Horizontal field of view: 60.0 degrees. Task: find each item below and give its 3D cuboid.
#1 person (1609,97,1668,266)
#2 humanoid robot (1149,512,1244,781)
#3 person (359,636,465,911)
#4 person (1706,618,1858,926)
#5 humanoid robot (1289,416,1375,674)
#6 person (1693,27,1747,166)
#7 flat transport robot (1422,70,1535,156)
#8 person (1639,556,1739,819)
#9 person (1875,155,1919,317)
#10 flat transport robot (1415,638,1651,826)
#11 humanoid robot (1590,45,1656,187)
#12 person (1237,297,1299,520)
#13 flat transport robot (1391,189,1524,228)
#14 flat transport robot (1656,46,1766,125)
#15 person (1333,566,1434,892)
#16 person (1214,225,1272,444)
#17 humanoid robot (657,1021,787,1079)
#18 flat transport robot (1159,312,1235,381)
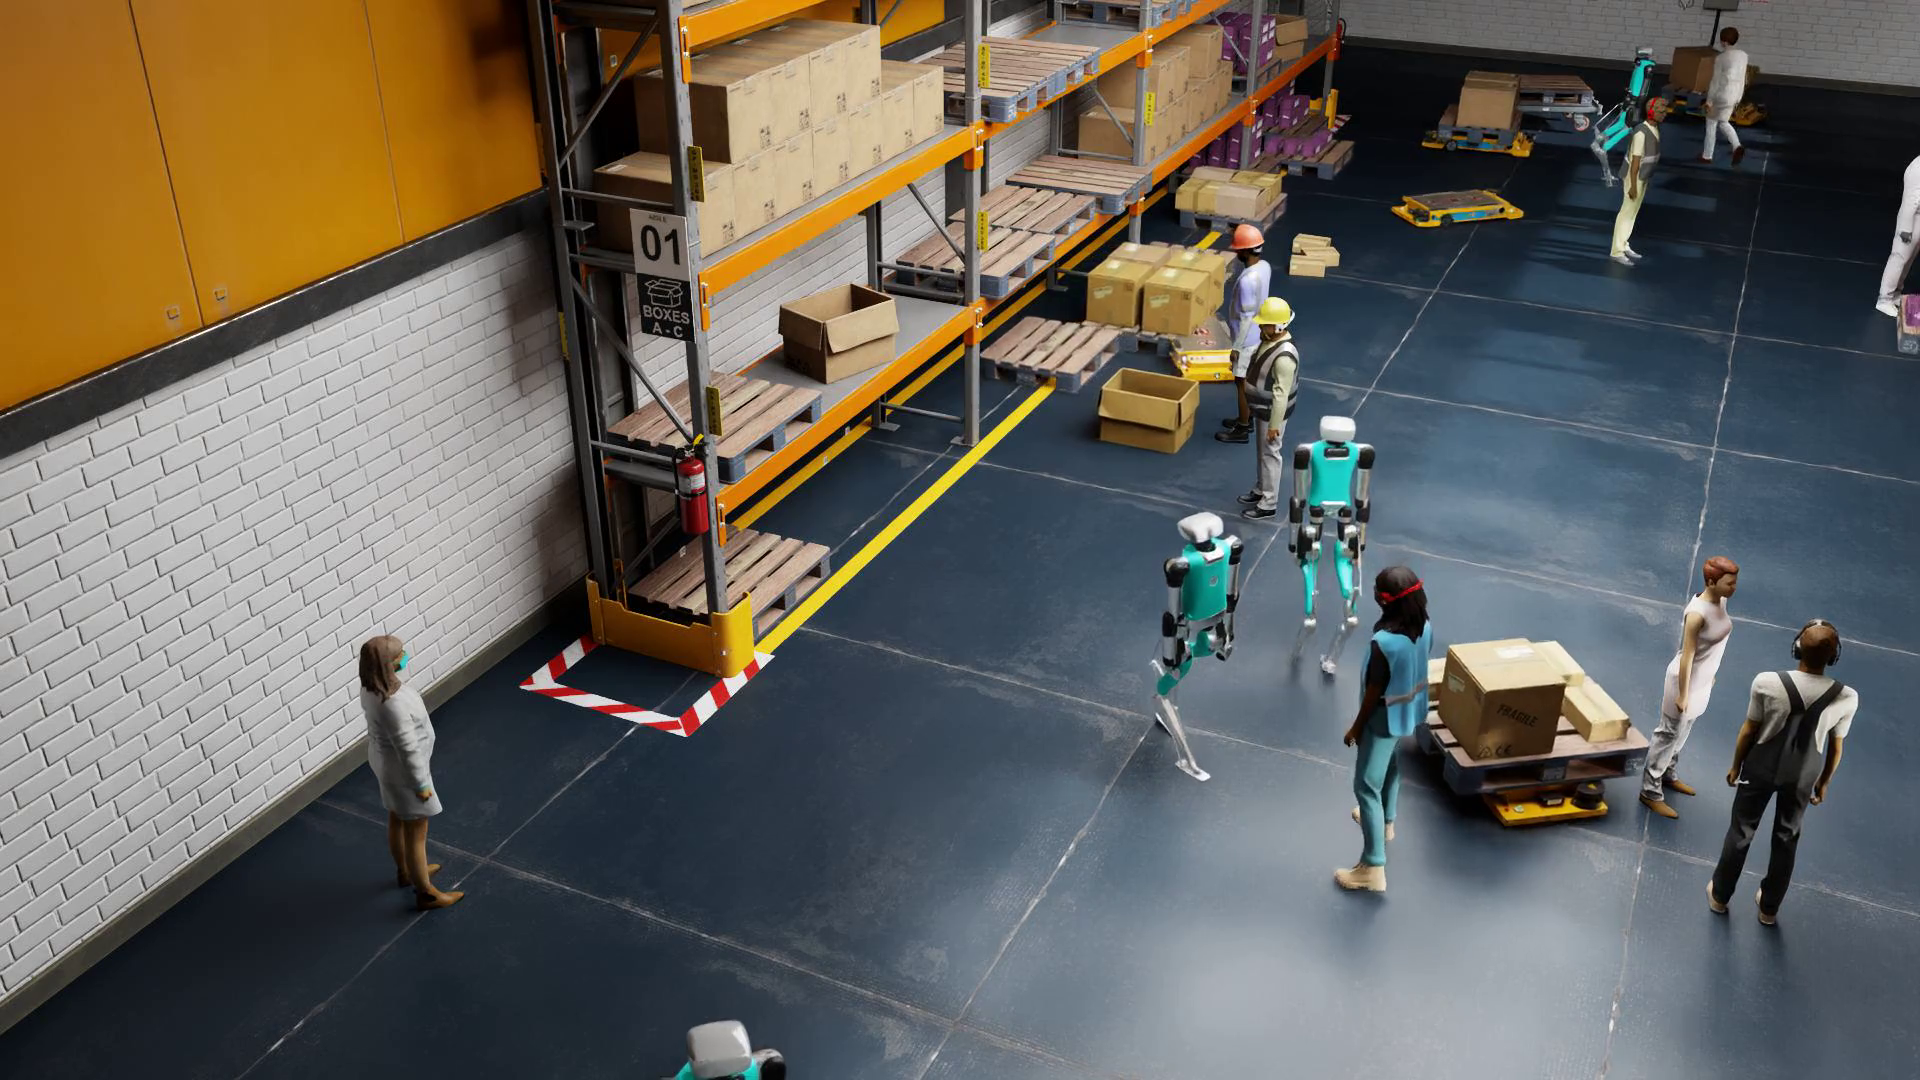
[{"bbox_3d":[7.532,-4.003,18.488,0.397,1.846,0.563,19,34,31],"label":"person"},{"bbox_3d":[1.314,0.561,10.171,0.573,1.788,0.887,-16,32,-27],"label":"humanoid robot"},{"bbox_3d":[-2.981,1.237,8.965,0.341,1.659,0.487,-19,34,-31],"label":"person"},{"bbox_3d":[4.339,1.236,8.792,0.499,1.839,0.343,8,29,15],"label":"person"},{"bbox_3d":[2.448,0.135,10.983,0.539,1.831,0.710,0,28,1],"label":"humanoid robot"},{"bbox_3d":[10.084,-5.801,21.869,0.549,1.799,0.669,-10,30,-18],"label":"person"},{"bbox_3d":[7.159,-5.528,22.978,1.431,0.231,0.659,11,30,19],"label":"flat transport robot"},{"bbox_3d":[4.279,0.839,9.704,0.285,1.661,0.442,23,36,36],"label":"person"},{"bbox_3d":[9.812,-3.256,17.041,0.414,1.909,0.642,25,37,38],"label":"person"},{"bbox_3d":[3.387,1.262,10.388,0.659,0.231,1.431,-5,29,-9],"label":"flat transport robot"},{"bbox_3d":[8.345,-5.368,21.135,0.700,1.798,0.533,2,28,4],"label":"humanoid robot"},{"bbox_3d":[2.415,-1.033,13.011,0.403,1.825,0.589,0,28,0],"label":"person"},{"bbox_3d":[6.039,-4.026,20.193,1.431,0.231,0.659,-8,29,-14],"label":"flat transport robot"},{"bbox_3d":[11.067,-6.383,24.564,1.431,0.231,0.659,22,35,35],"label":"flat transport robot"},{"bbox_3d":[2.357,1.016,9.189,0.509,1.849,0.727,23,36,36],"label":"person"},{"bbox_3d":[2.424,-1.759,14.245,0.371,1.927,0.542,12,31,21],"label":"person"},{"bbox_3d":[-0.829,2.632,6.281,0.556,1.734,0.995,-13,31,-23],"label":"humanoid robot"},{"bbox_3d":[2.348,-1.909,16.267,0.659,0.231,1.431,-3,28,-5],"label":"flat transport robot"}]
